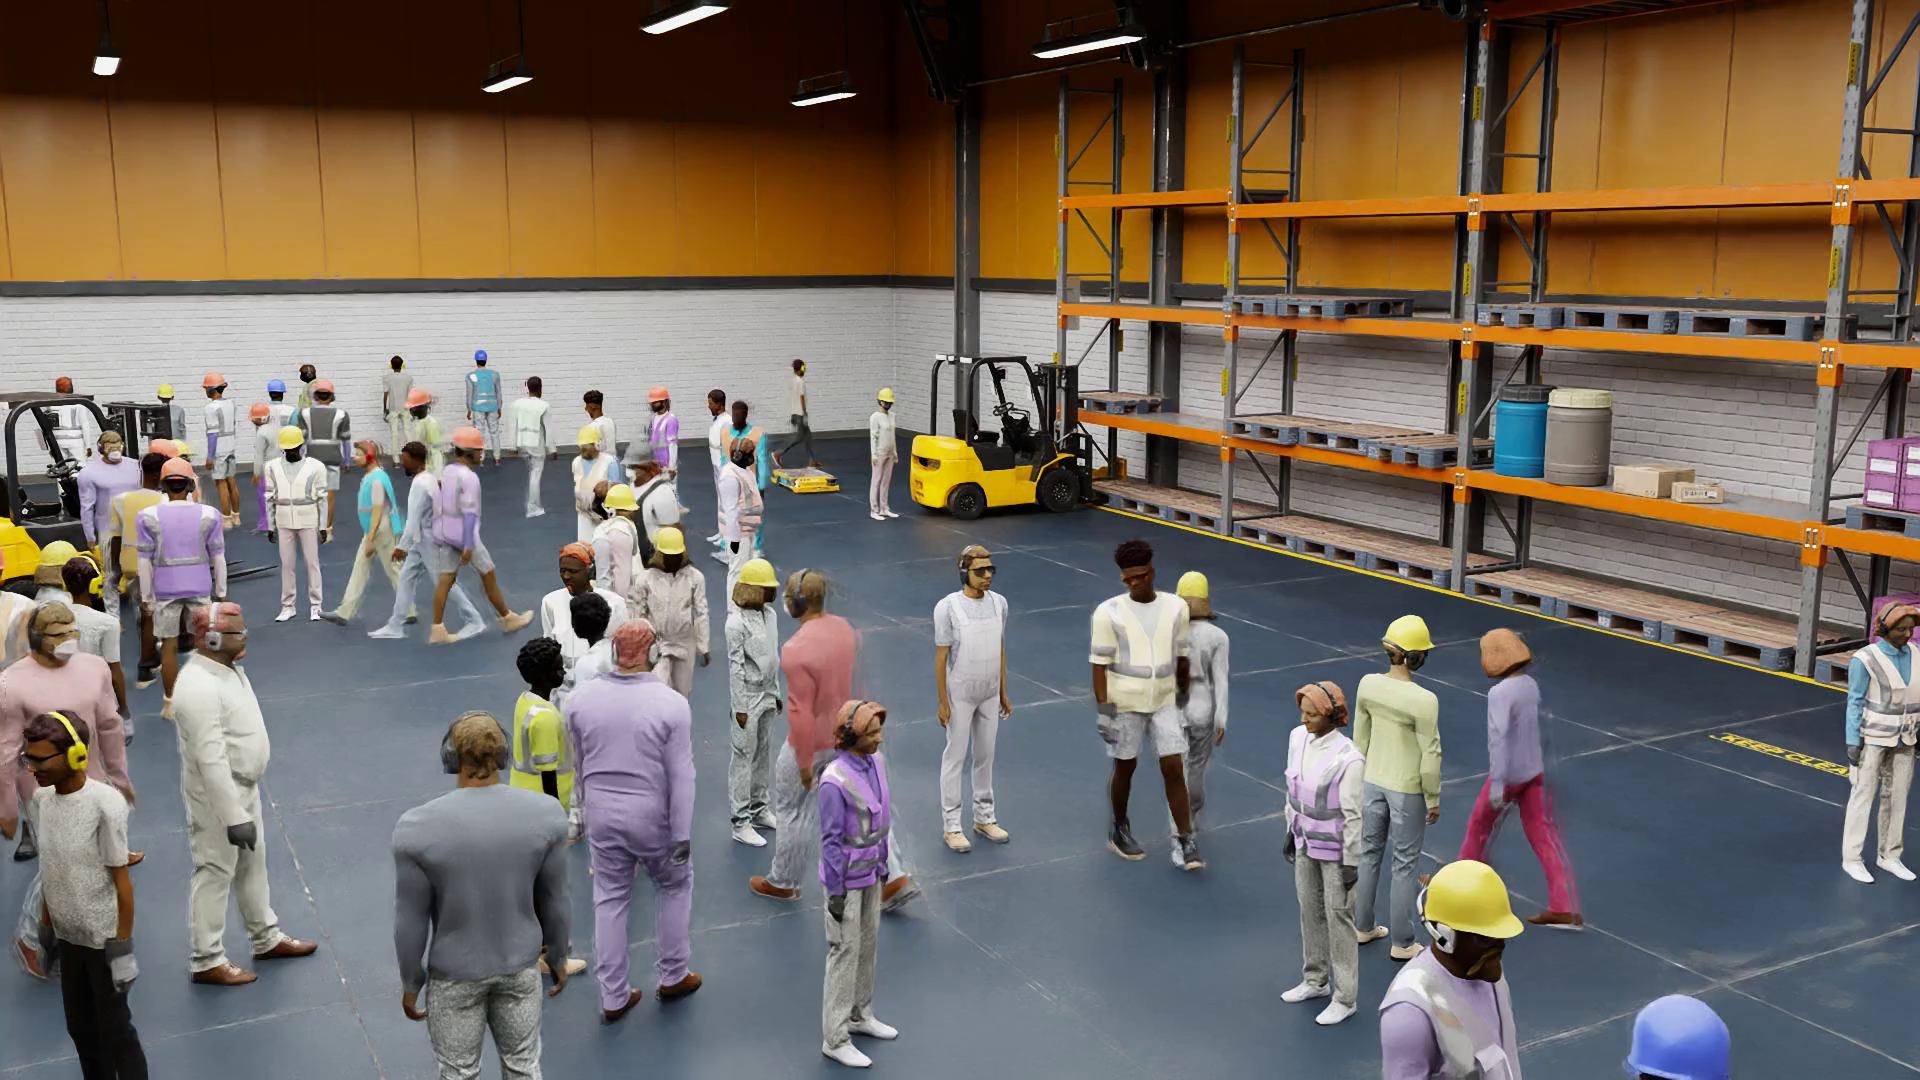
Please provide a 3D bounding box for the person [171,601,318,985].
[{"bbox_3d":[-3.559,1.237,8.178,0.467,1.906,0.663,-2,10,-10],"label":"person"}]

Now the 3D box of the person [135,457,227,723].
[{"bbox_3d":[-5.941,0.378,12.726,0.614,2.031,0.403,-6,11,-30],"label":"person"}]

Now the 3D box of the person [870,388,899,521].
[{"bbox_3d":[-1.004,-1.152,22.295,0.329,1.765,0.527,7,12,34],"label":"person"}]

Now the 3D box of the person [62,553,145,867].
[{"bbox_3d":[-5.021,1.004,9.607,0.506,1.864,0.331,2,10,10],"label":"person"}]

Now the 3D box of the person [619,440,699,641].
[{"bbox_3d":[-2.621,0.099,14.291,0.885,2.000,0.691,-8,13,-39],"label":"person"}]

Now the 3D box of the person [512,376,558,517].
[{"bbox_3d":[-5.733,-1.267,22.617,0.633,1.874,0.621,5,11,25],"label":"person"}]

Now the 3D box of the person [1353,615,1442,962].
[{"bbox_3d":[2.233,1.250,8.460,0.313,1.767,0.533,-6,12,-32],"label":"person"}]

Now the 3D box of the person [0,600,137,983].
[{"bbox_3d":[-4.353,1.231,8.104,0.422,1.923,0.643,3,10,19],"label":"person"}]

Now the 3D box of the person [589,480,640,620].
[{"bbox_3d":[-2.670,0.452,12.834,0.430,1.845,0.623,-2,10,-13],"label":"person"}]

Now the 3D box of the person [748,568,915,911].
[{"bbox_3d":[-0.712,1.092,8.988,0.970,1.909,0.621,6,12,31],"label":"person"}]

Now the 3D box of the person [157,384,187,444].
[{"bbox_3d":[-11.017,-1.300,23.164,0.337,1.759,0.525,9,14,43],"label":"person"}]

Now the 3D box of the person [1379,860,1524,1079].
[{"bbox_3d":[1.462,1.825,4.954,0.404,1.830,0.600,8,13,39],"label":"person"}]

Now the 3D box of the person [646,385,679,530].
[{"bbox_3d":[-3.715,-0.966,20.751,0.387,1.930,0.545,-7,12,-36],"label":"person"}]

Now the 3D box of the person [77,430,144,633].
[{"bbox_3d":[-7.918,-0.080,15.662,0.381,1.929,0.636,9,13,41],"label":"person"}]

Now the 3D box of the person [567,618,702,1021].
[{"bbox_3d":[-1.510,1.296,7.875,0.654,1.874,0.655,2,10,13],"label":"person"}]

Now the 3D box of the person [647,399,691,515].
[{"bbox_3d":[-4.019,-1.092,22.285,0.905,1.652,0.533,-8,12,-37],"label":"person"}]

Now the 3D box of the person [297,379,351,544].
[{"bbox_3d":[-7.854,-0.980,20.600,0.633,2.003,0.808,-2,10,-11],"label":"person"}]

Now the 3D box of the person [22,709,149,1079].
[{"bbox_3d":[-3.389,1.556,6.447,0.523,1.858,0.337,5,11,27],"label":"person"}]

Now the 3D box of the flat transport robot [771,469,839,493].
[{"bbox_3d":[-2.364,-0.917,25.231,0.652,0.197,1.431,-4,11,-22],"label":"flat transport robot"}]

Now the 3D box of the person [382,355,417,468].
[{"bbox_3d":[-9.310,-2.128,27.608,0.538,1.869,0.312,-4,11,-22],"label":"person"}]

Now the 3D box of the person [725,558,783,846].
[{"bbox_3d":[-1.234,0.970,10.137,0.298,1.744,0.486,4,11,23],"label":"person"}]

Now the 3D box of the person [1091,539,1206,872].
[{"bbox_3d":[1.103,0.976,9.570,0.647,1.922,0.784,-2,10,-13],"label":"person"}]

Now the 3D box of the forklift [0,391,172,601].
[{"bbox_3d":[-9.026,-0.363,16.508,1.214,2.155,2.313,6,11,29],"label":"forklift"}]

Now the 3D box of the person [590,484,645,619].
[{"bbox_3d":[-2.619,0.469,12.806,0.403,1.818,0.605,1,10,8],"label":"person"}]

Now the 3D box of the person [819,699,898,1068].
[{"bbox_3d":[-0.468,1.501,7.406,0.316,1.631,0.532,4,11,22],"label":"person"}]

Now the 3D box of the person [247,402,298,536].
[{"bbox_3d":[-8.628,-0.886,20.915,0.757,1.716,0.552,-2,10,-9],"label":"person"}]

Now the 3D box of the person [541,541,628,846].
[{"bbox_3d":[-2.244,0.931,9.991,0.568,1.878,0.351,3,10,15],"label":"person"}]

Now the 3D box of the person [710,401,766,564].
[{"bbox_3d":[-2.528,-0.655,19.126,0.630,1.865,0.977,3,10,19],"label":"person"}]

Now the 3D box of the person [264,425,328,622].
[{"bbox_3d":[-6.435,-0.161,16.142,0.584,1.919,0.375,-1,10,-6],"label":"person"}]

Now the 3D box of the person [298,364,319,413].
[{"bbox_3d":[-10.119,-1.832,26.013,0.430,1.836,0.626,-4,11,-22],"label":"person"}]

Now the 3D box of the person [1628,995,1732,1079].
[{"bbox_3d":[1.527,2.000,3.732,0.645,1.911,0.667,3,10,16],"label":"person"}]

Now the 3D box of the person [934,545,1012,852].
[{"bbox_3d":[0.084,0.941,10.011,0.507,1.846,0.344,-7,12,-34],"label":"person"}]

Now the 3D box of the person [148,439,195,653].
[{"bbox_3d":[-7.037,0.053,14.890,0.387,1.929,0.547,0,10,-1],"label":"person"}]

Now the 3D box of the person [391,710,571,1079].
[{"bbox_3d":[-1.745,1.575,6.123,0.636,1.931,0.377,-5,11,-26],"label":"person"}]

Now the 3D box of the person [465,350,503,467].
[{"bbox_3d":[-7.943,-2.195,27.764,0.603,1.949,0.388,-6,12,-32],"label":"person"}]

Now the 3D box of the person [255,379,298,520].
[{"bbox_3d":[-8.832,-1.119,21.609,0.605,1.939,0.415,1,10,8],"label":"person"}]

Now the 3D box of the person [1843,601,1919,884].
[{"bbox_3d":[5.256,1.142,9.467,0.529,1.630,0.318,-2,10,-14],"label":"person"}]

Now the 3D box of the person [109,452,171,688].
[{"bbox_3d":[-6.710,0.222,13.913,0.631,1.925,0.868,1,10,3],"label":"person"}]

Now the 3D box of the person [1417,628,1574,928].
[{"bbox_3d":[2.927,1.265,8.918,0.562,1.568,0.887,-9,13,-42],"label":"person"}]

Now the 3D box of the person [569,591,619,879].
[{"bbox_3d":[-2.052,1.115,9.445,0.417,1.680,0.554,2,10,10],"label":"person"}]

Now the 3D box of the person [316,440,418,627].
[{"bbox_3d":[-5.639,-0.042,15.781,0.935,1.796,0.593,-6,11,-29],"label":"person"}]

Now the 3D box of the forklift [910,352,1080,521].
[{"bbox_3d":[0.460,-1.461,22.833,2.313,2.155,1.214,-5,11,-28],"label":"forklift"}]

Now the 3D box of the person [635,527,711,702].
[{"bbox_3d":[-1.970,0.757,11.469,0.493,1.711,0.703,-4,11,-22],"label":"person"}]

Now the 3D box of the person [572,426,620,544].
[{"bbox_3d":[-3.764,-0.325,17.466,0.609,1.791,0.906,4,11,20],"label":"person"}]

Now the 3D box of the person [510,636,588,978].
[{"bbox_3d":[-2.075,1.314,8.285,0.321,1.697,0.535,-4,11,-23],"label":"person"}]

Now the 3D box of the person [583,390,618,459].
[{"bbox_3d":[-4.268,-0.801,19.709,0.380,1.958,0.602,2,10,12],"label":"person"}]

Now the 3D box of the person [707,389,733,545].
[{"bbox_3d":[-2.898,-0.894,20.377,0.391,1.913,0.588,-3,10,-19],"label":"person"}]

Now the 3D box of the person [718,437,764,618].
[{"bbox_3d":[-2.092,-0.076,15.924,0.429,1.830,0.635,1,10,6],"label":"person"}]

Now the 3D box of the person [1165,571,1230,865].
[{"bbox_3d":[1.356,1.028,9.980,0.487,1.683,0.923,0,10,3],"label":"person"}]

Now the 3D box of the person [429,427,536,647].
[{"bbox_3d":[-4.457,-0.043,15.286,0.616,1.981,1.062,9,14,43],"label":"person"}]

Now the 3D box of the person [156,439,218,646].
[{"bbox_3d":[-7.058,0.035,15.128,0.660,1.896,0.611,-7,12,-36],"label":"person"}]

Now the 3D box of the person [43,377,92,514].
[{"bbox_3d":[-12.172,-1.288,22.736,0.573,1.883,0.357,0,10,-3],"label":"person"}]

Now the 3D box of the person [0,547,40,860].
[{"bbox_3d":[-5.668,0.942,9.779,0.548,1.934,0.381,-2,10,-11],"label":"person"}]

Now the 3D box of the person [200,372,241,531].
[{"bbox_3d":[-9.533,-1.138,21.410,0.374,2.044,0.607,1,10,3],"label":"person"}]

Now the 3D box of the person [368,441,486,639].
[{"bbox_3d":[-4.924,0.011,15.331,1.027,1.862,0.588,-4,10,-20],"label":"person"}]

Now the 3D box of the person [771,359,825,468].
[{"bbox_3d":[-2.677,-2.081,27.466,0.845,1.821,0.569,-3,10,-19],"label":"person"}]

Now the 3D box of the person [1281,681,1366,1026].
[{"bbox_3d":[1.695,1.443,7.752,0.324,1.630,0.507,-4,11,-23],"label":"person"}]
